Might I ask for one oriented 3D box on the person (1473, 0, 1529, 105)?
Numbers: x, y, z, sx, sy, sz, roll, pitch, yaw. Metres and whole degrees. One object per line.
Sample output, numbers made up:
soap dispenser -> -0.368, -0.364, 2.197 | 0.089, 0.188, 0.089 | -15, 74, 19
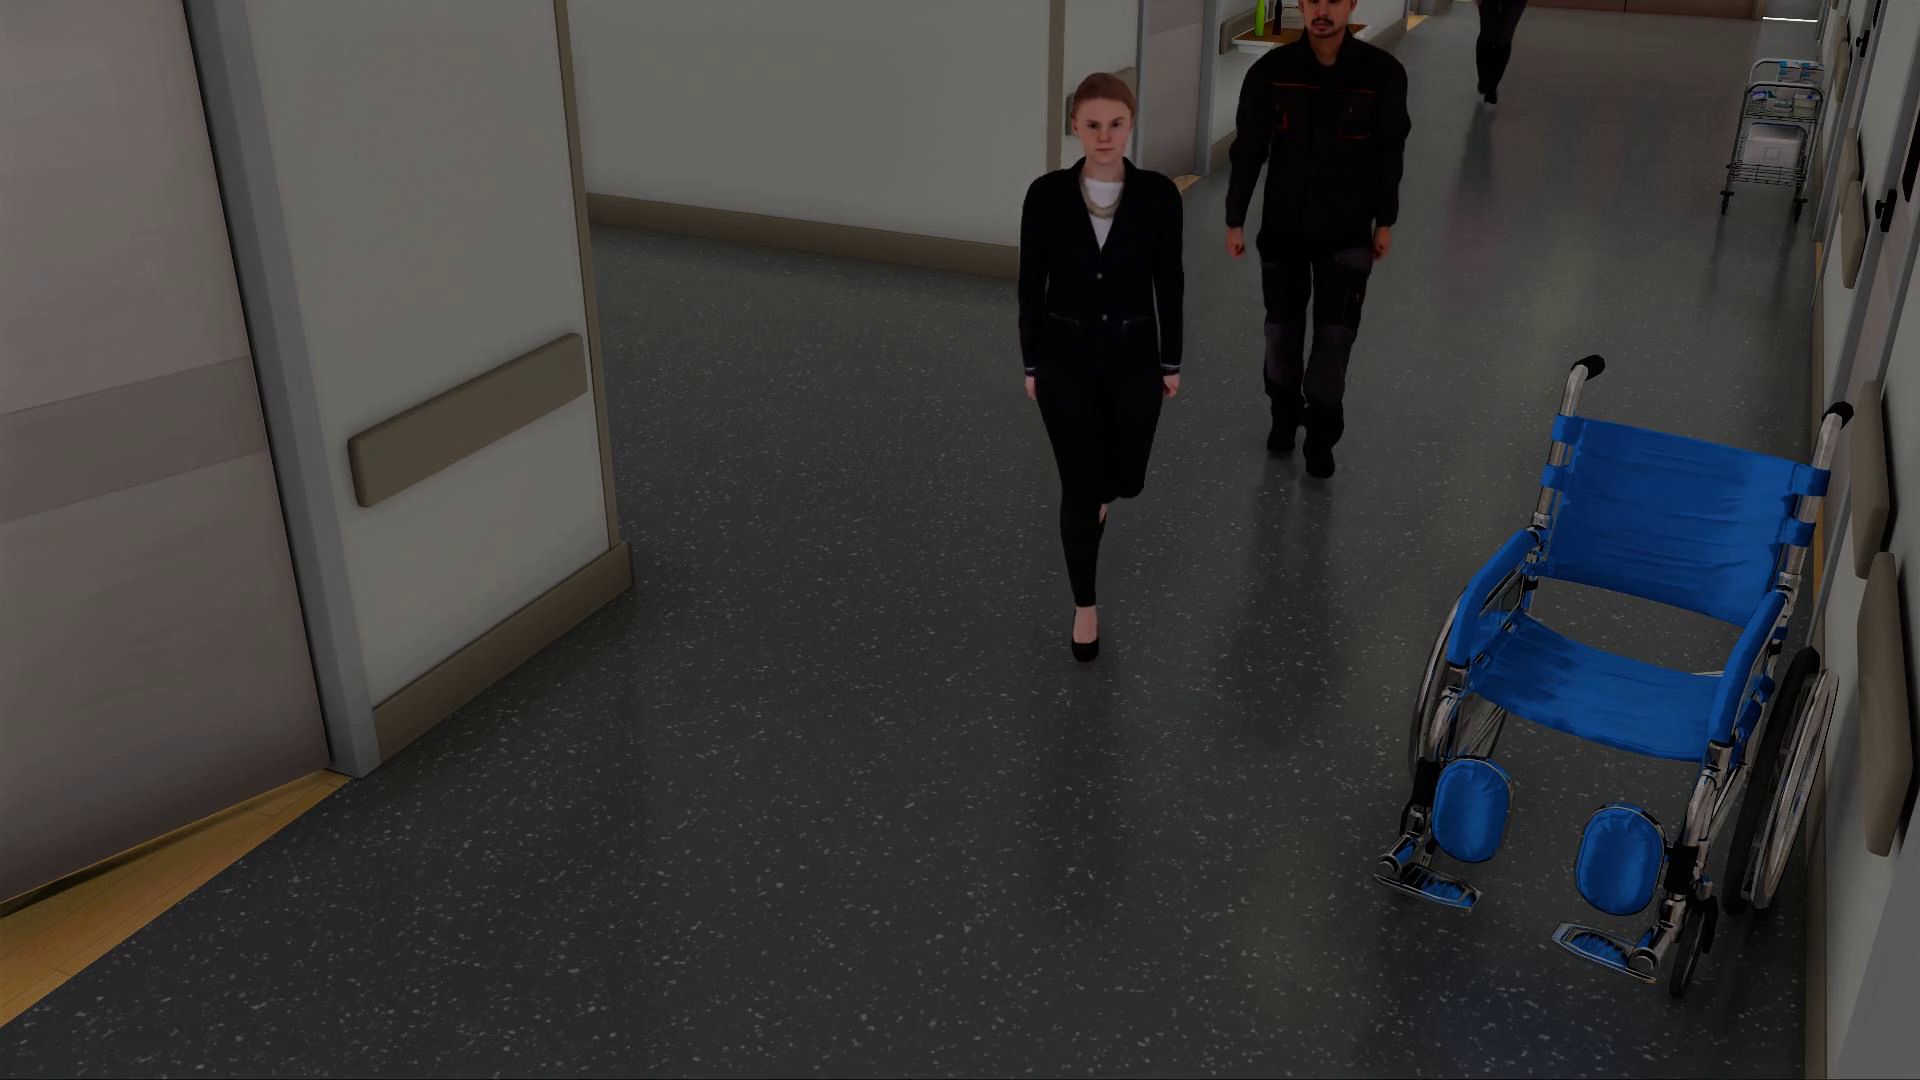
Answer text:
person -> 3.936, -3.974, 12.047 | 0.636, 1.645, 1.121 | 10, 27, 19

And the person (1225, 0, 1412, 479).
person -> 1.300, -1.194, 6.053 | 0.832, 1.844, 0.821 | 7, 27, 15

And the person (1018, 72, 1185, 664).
person -> 0.400, -0.500, 4.819 | 0.863, 1.665, 1.039 | 1, 26, 1
